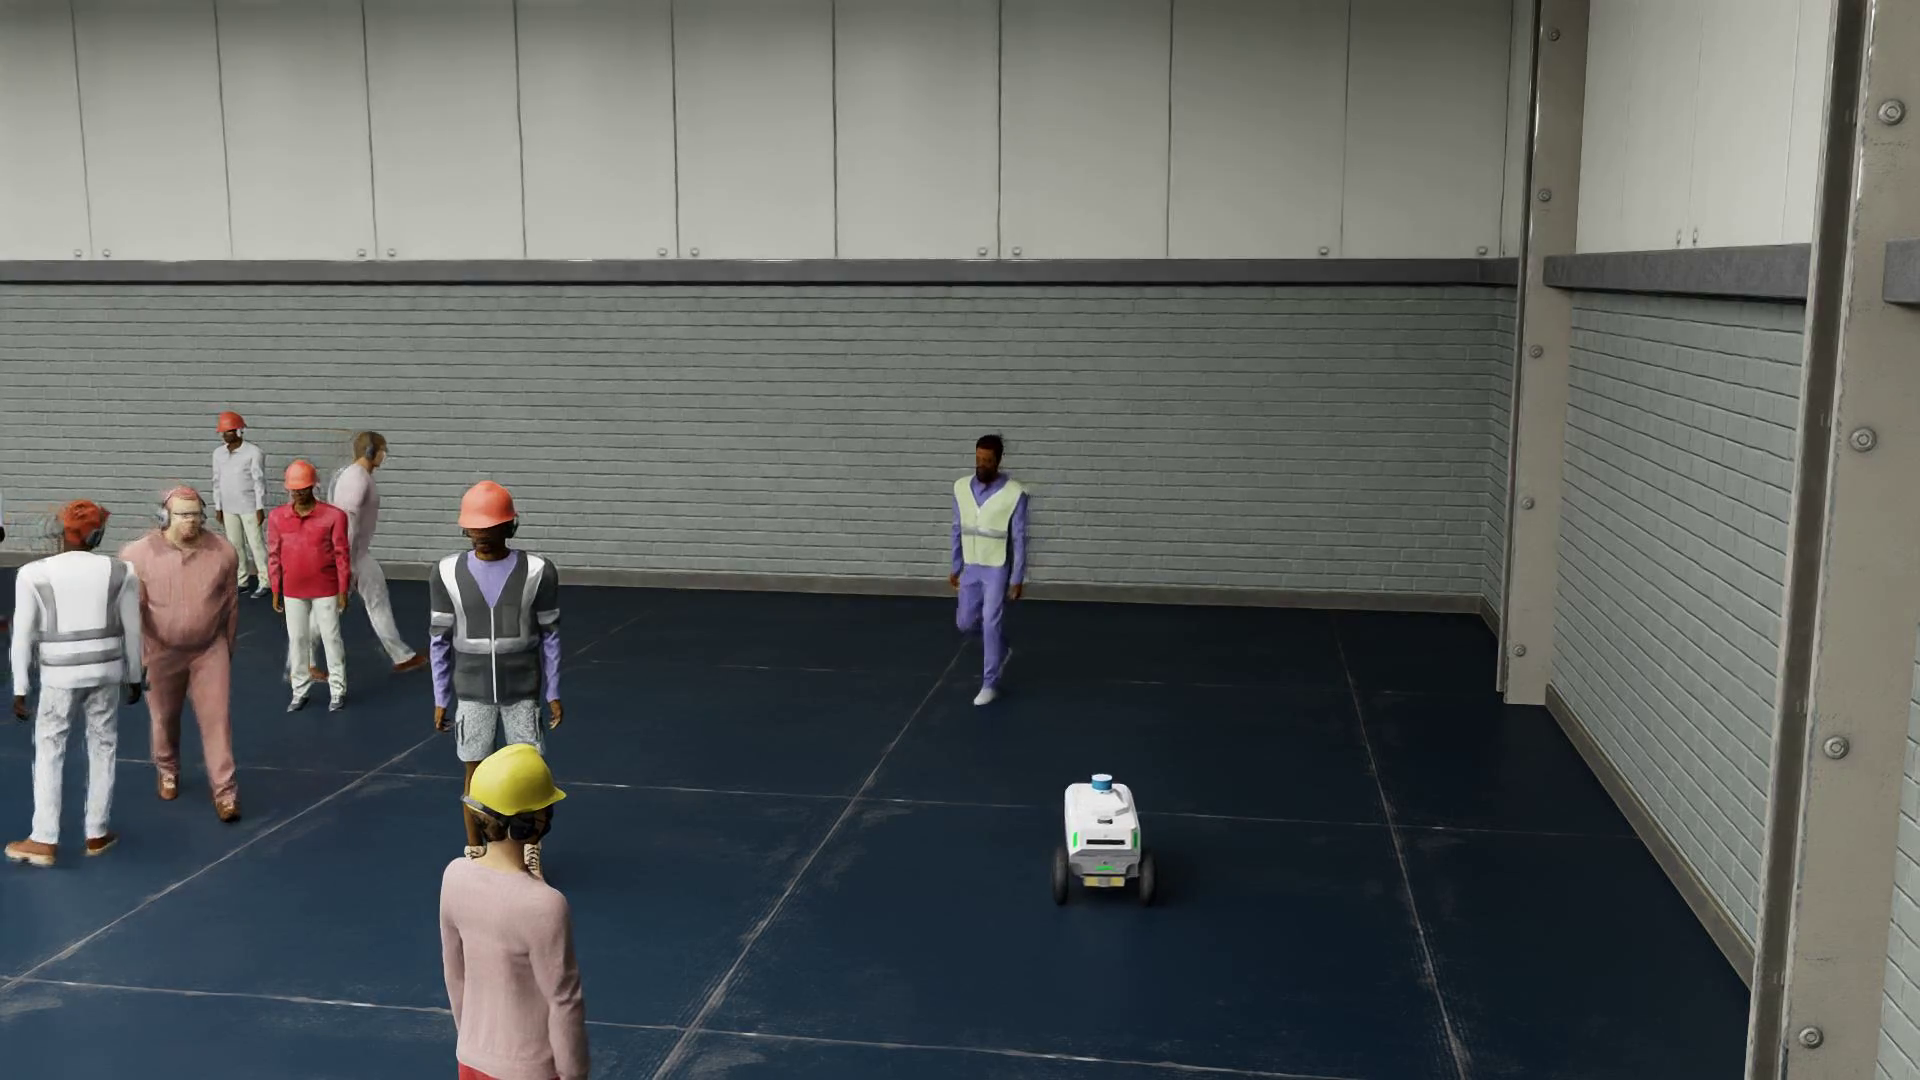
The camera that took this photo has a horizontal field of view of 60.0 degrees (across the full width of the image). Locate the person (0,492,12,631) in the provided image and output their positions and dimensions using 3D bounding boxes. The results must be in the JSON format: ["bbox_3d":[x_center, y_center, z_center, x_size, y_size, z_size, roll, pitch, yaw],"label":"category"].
[{"bbox_3d":[-8.262,-0.139,13.841,0.574,1.883,0.355,-1,9,-9],"label":"person"}]

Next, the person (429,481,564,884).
[{"bbox_3d":[-2.229,0.726,8.016,0.616,2.040,0.381,-2,9,-10],"label":"person"}]

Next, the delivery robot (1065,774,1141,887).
[{"bbox_3d":[0.695,1.395,8.172,0.477,0.478,0.707,0,9,1],"label":"delivery robot"}]

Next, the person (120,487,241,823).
[{"bbox_3d":[-4.328,0.619,9.286,0.634,1.852,1.053,-6,11,-31],"label":"person"}]

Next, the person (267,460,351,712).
[{"bbox_3d":[-4.472,0.319,11.430,0.563,1.745,0.348,0,9,-2],"label":"person"}]

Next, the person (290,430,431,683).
[{"bbox_3d":[-4.497,0.129,12.313,1.052,1.868,0.628,-5,10,-28],"label":"person"}]

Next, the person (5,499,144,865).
[{"bbox_3d":[-4.574,0.724,8.598,0.688,1.855,0.434,-6,11,-34],"label":"person"}]

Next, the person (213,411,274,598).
[{"bbox_3d":[-6.684,-0.326,15.429,0.564,1.741,0.349,3,10,17],"label":"person"}]

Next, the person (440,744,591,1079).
[{"bbox_3d":[-1.198,1.424,4.558,0.523,1.769,0.309,7,11,36],"label":"person"}]

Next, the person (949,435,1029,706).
[{"bbox_3d":[0.220,0.191,11.750,0.609,1.900,0.549,6,11,33],"label":"person"}]
